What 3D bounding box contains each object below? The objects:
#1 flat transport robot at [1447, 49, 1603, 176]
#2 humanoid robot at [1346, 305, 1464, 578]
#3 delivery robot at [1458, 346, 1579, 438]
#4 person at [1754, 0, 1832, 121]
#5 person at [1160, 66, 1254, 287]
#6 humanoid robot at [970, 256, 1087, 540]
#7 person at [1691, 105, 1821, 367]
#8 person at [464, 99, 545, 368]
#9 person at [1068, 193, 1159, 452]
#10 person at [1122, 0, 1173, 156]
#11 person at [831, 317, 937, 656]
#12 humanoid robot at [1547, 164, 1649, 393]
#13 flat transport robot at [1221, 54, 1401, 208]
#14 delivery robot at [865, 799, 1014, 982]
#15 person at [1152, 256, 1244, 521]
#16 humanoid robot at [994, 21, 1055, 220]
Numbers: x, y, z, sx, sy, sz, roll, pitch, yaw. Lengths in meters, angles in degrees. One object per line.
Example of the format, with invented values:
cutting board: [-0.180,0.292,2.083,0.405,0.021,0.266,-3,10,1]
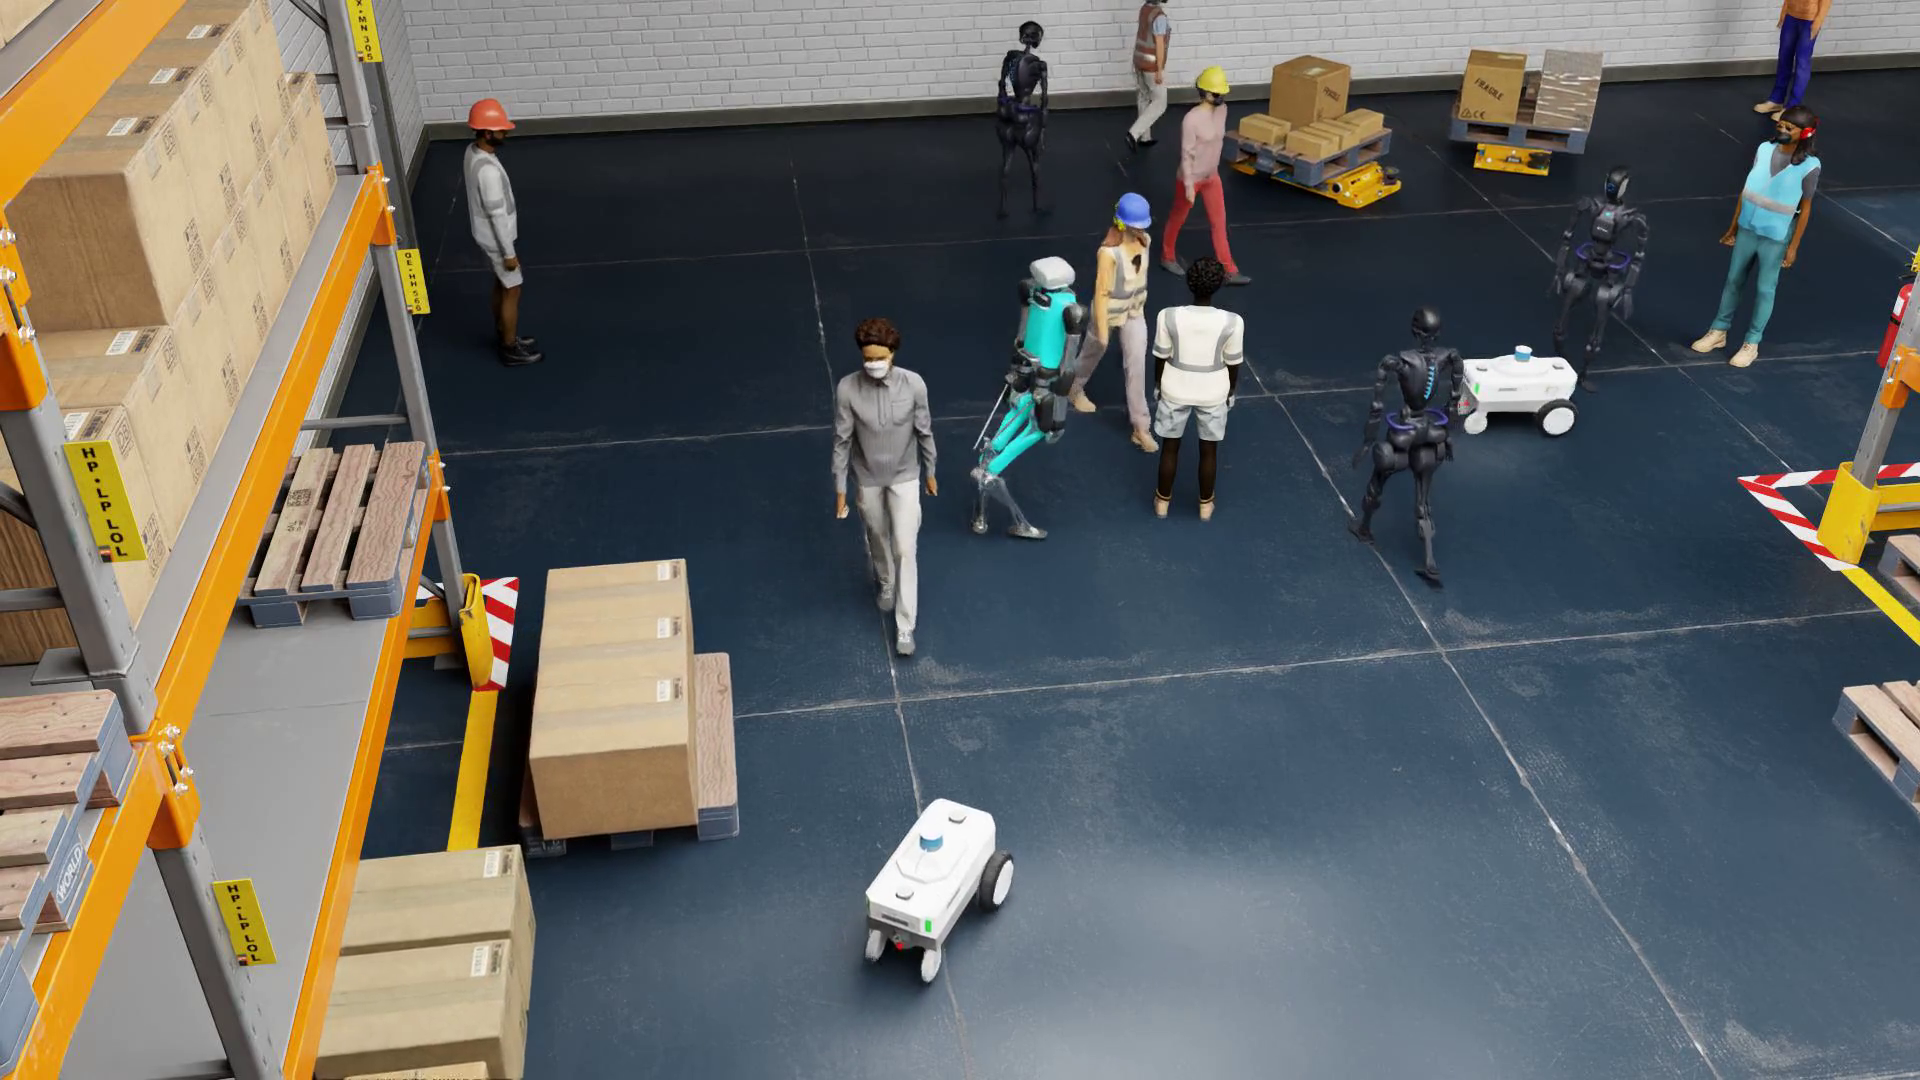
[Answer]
flat transport robot: [5.230,-3.770,15.629,0.659,0.231,1.431,11,35,16]
humanoid robot: [2.575,-0.578,9.495,0.608,1.630,0.770,-8,34,-11]
delivery robot: [3.743,-1.010,11.145,0.795,0.602,0.499,-2,33,-2]
person: [8.134,-5.065,16.062,0.406,1.974,0.512,-12,35,-17]
person: [1.902,-2.759,12.746,0.542,1.715,0.900,-26,41,-34]
humanoid robot: [0.278,-0.744,9.636,0.780,1.766,0.591,-20,38,-28]
person: [5.639,-2.129,11.654,0.393,1.866,0.528,-21,38,-28]
person: [-3.195,-2.129,11.605,0.387,1.922,0.549,-14,36,-21]
person: [1.007,-1.481,10.810,0.489,1.716,0.954,-20,38,-28]
person: [1.699,-4.352,15.234,0.539,1.670,0.482,-15,36,-22]
person: [-0.410,-0.285,8.829,0.554,1.863,0.904,2,33,3]
humanoid robot: [4.316,-1.774,11.291,0.596,1.647,0.335,24,40,32]
flat transport robot: [3.181,-3.331,14.957,0.659,0.231,1.431,-28,42,-36]
delivery robot: [-0.120,1.485,7.298,0.499,0.577,0.769,15,36,21]
person: [1.397,-0.875,9.891,0.533,1.691,0.319,6,34,8]
humanoid robot: [0.486,-3.517,13.983,0.440,1.637,0.612,-26,41,-34]
